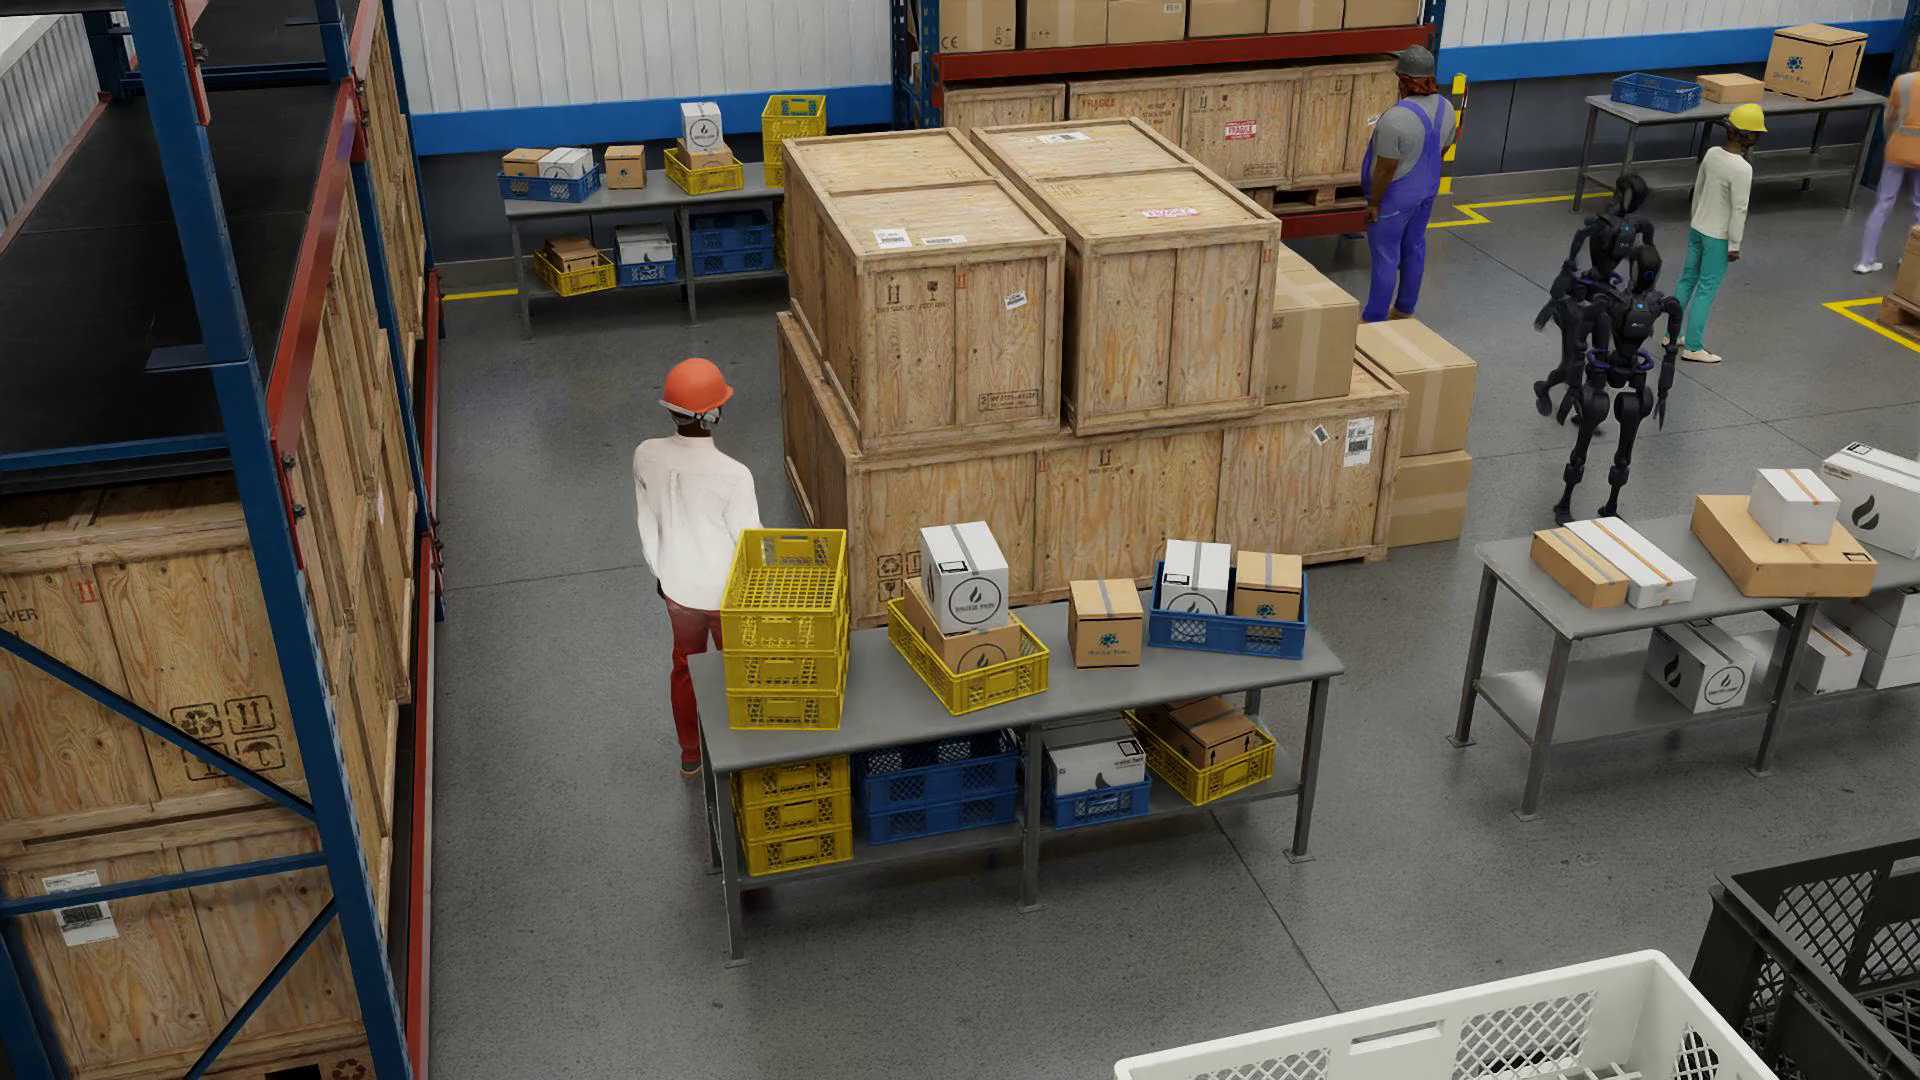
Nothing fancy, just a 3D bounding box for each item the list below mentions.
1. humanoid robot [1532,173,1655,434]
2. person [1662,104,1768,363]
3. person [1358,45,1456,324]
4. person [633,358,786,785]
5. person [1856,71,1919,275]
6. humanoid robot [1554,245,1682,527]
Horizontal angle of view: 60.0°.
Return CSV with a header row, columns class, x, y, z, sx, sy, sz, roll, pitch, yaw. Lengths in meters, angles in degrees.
class,x,y,z,sx,sy,sz,roll,pitch,yaw
humanoid robot,3.929,-1.466,10.323,0.652,1.647,0.580,-9,30,-15
person,5.180,-2.095,11.368,0.327,1.765,0.532,-4,29,-7
person,3.082,-2.468,11.763,0.680,2.000,0.537,-19,34,-31
person,-1.055,0.175,7.013,0.608,1.995,0.375,15,32,25
person,7.368,-2.972,12.821,0.584,1.896,0.508,12,31,21
humanoid robot,3.605,-0.824,9.147,0.572,1.652,0.318,3,29,5
